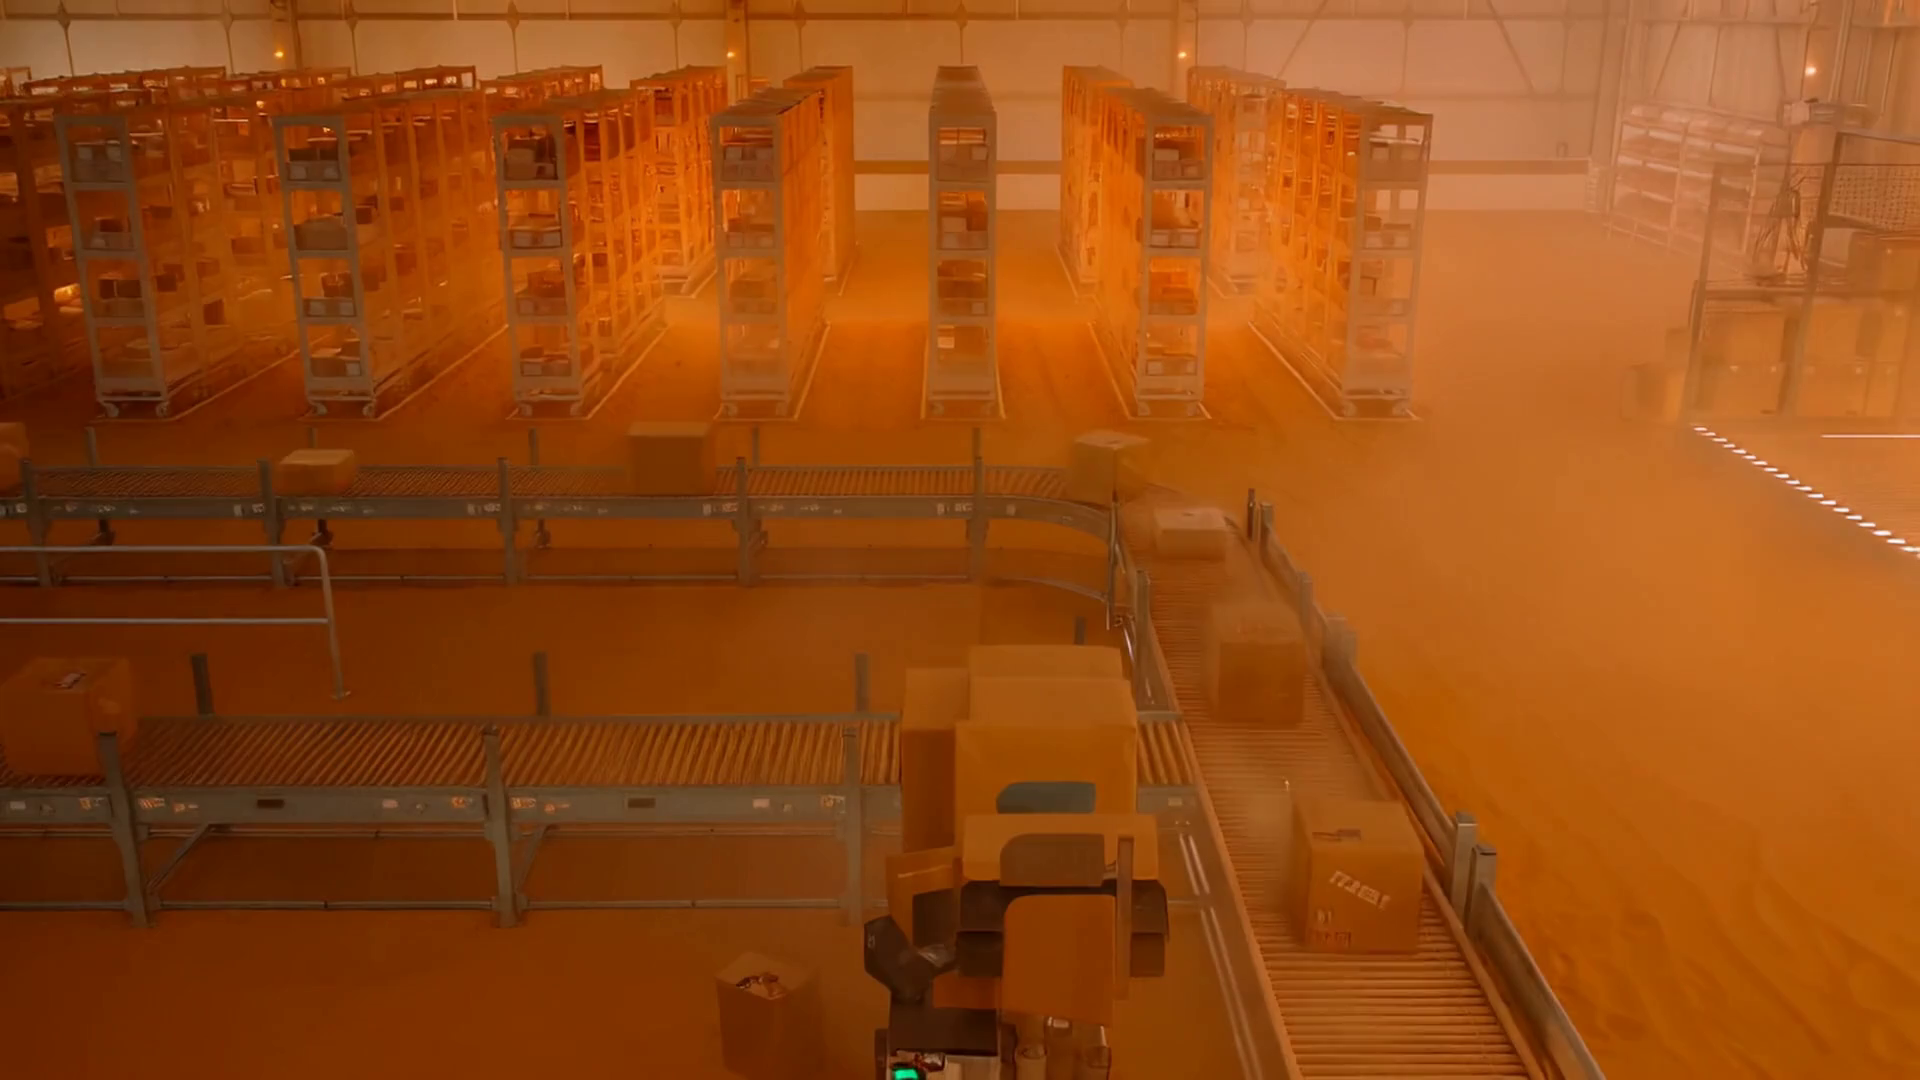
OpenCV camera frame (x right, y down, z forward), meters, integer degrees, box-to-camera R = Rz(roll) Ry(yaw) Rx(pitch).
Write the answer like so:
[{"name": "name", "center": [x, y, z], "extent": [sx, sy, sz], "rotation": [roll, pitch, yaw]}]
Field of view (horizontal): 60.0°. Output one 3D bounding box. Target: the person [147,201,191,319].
[{"name": "person", "center": [-12.437, -4.427, 26.133], "extent": [0.919, 1.935, 0.655], "rotation": [-6, 19, -18]}]

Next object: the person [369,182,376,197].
[{"name": "person", "center": [-12.752, -7.586, 36.010], "extent": [0.389, 1.850, 0.567], "rotation": [15, 23, 39]}]
